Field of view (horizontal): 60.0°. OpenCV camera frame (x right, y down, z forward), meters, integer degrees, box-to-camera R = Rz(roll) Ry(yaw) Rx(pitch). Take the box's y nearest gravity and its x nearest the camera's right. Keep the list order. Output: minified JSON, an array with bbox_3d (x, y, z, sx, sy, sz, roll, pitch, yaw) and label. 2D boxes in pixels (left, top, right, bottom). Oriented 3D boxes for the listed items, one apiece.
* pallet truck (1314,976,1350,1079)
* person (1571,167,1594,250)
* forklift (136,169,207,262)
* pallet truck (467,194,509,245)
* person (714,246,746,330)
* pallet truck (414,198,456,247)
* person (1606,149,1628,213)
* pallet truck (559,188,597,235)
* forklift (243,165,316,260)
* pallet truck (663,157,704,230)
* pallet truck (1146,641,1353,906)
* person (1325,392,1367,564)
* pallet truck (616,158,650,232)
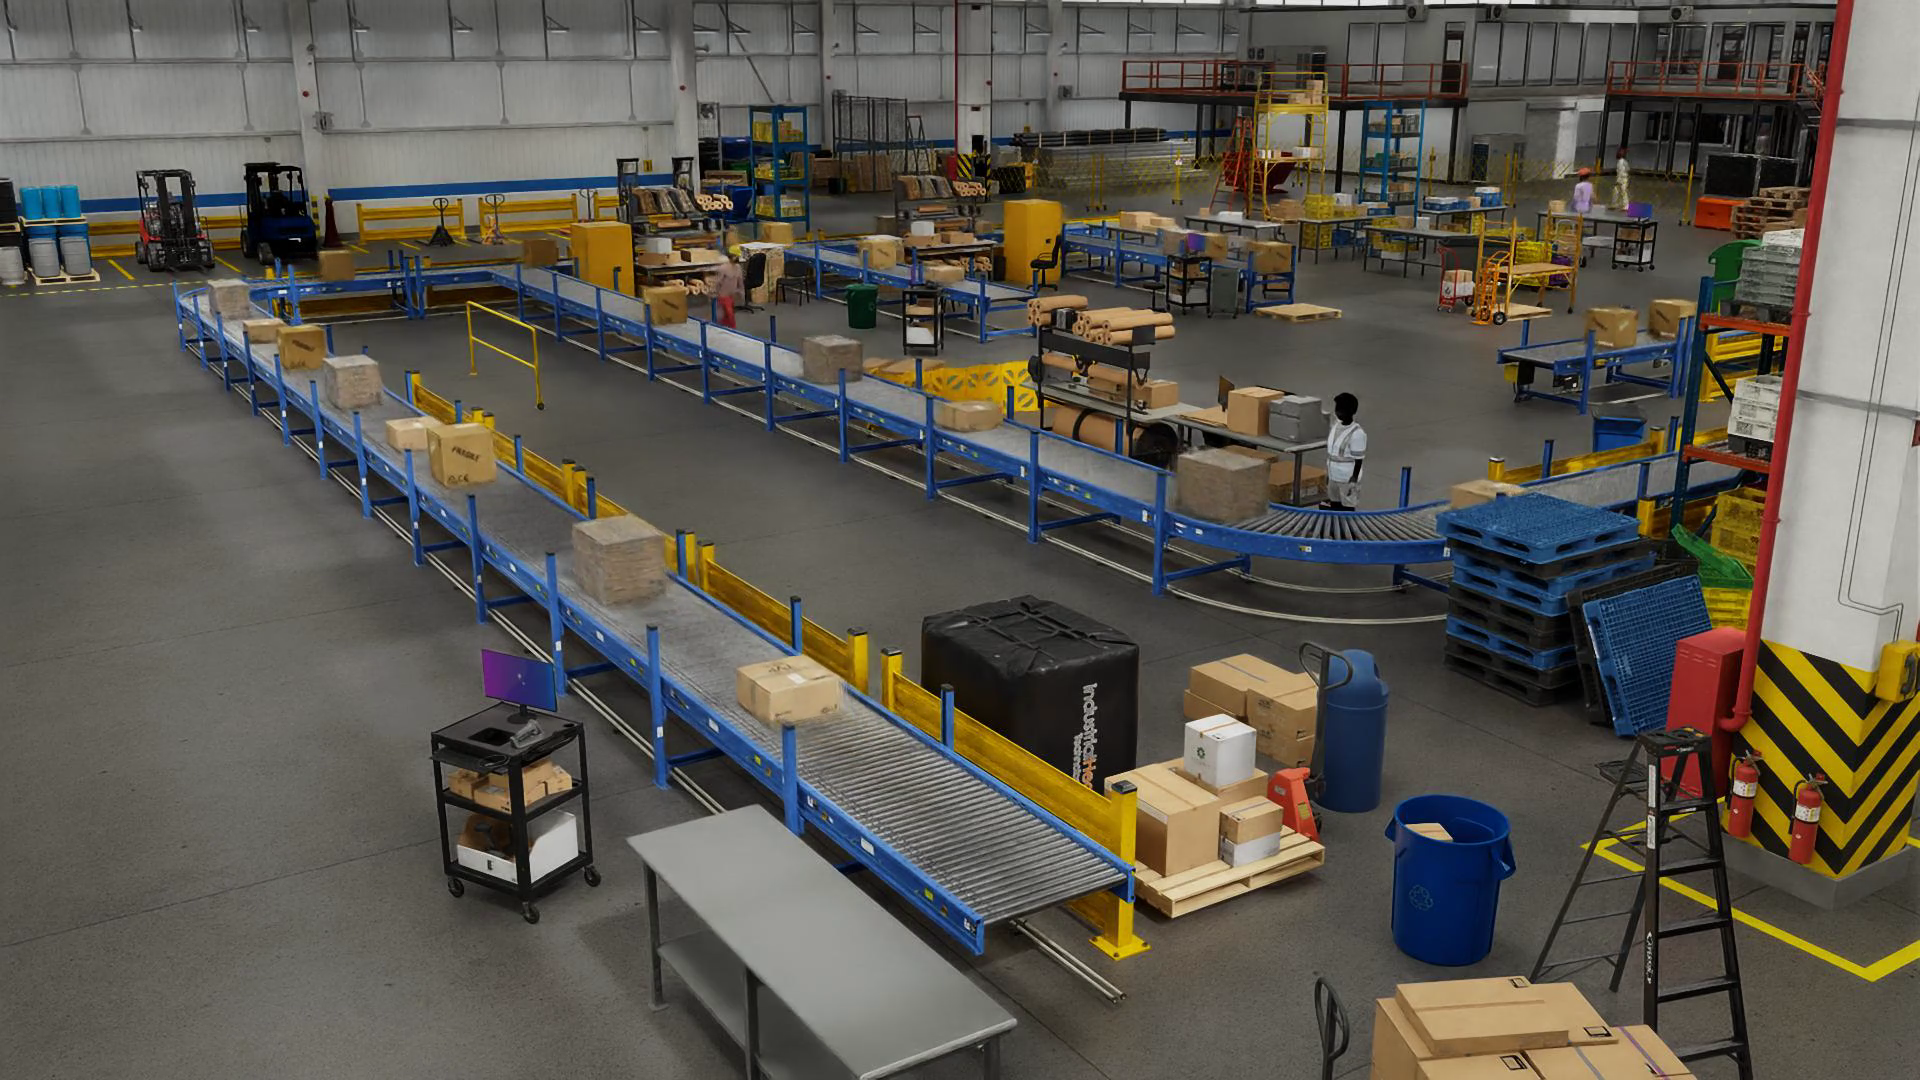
[{"bbox_3d":[2.299,2.390,7.086,1.601,1.201,0.680,-2,17,-7],"label":"pallet truck"},{"bbox_3d":[15.138,-8.023,40.385,0.615,2.019,0.781,-12,21,-35],"label":"person"},{"bbox_3d":[-17.842,-7.318,37.559,1.157,1.987,2.680,-10,20,-31],"label":"forklift"},{"bbox_3d":[-11.983,-8.177,42.137,0.704,1.261,1.522,-11,20,-33],"label":"pallet truck"},{"bbox_3d":[-3.772,-4.006,27.520,0.913,1.712,0.538,10,20,31],"label":"person"},{"bbox_3d":[-13.250,-8.060,41.856,0.680,1.201,1.601,-10,20,-31],"label":"pallet truck"},{"bbox_3d":[19.725,-10.733,49.707,0.721,1.846,0.649,6,18,18],"label":"person"},{"bbox_3d":[-10.010,-8.652,43.699,0.653,1.274,1.630,-10,20,-31],"label":"pallet truck"},{"bbox_3d":[-15.898,-7.669,38.708,1.157,1.987,2.680,-11,20,-33],"label":"forklift"},{"bbox_3d":[-7.586,-9.308,44.692,0.823,1.965,1.885,-11,20,-33],"label":"pallet truck"},{"bbox_3d":[1.664,1.407,10.232,1.630,1.274,0.653,-10,20,-31],"label":"pallet truck"},{"bbox_3d":[3.749,-0.614,16.284,0.319,1.693,0.532,-6,18,-19],"label":"person"},{"bbox_3d":[-8.918,-9.176,44.255,0.823,1.965,1.885,-9,19,-27],"label":"pallet truck"}]
